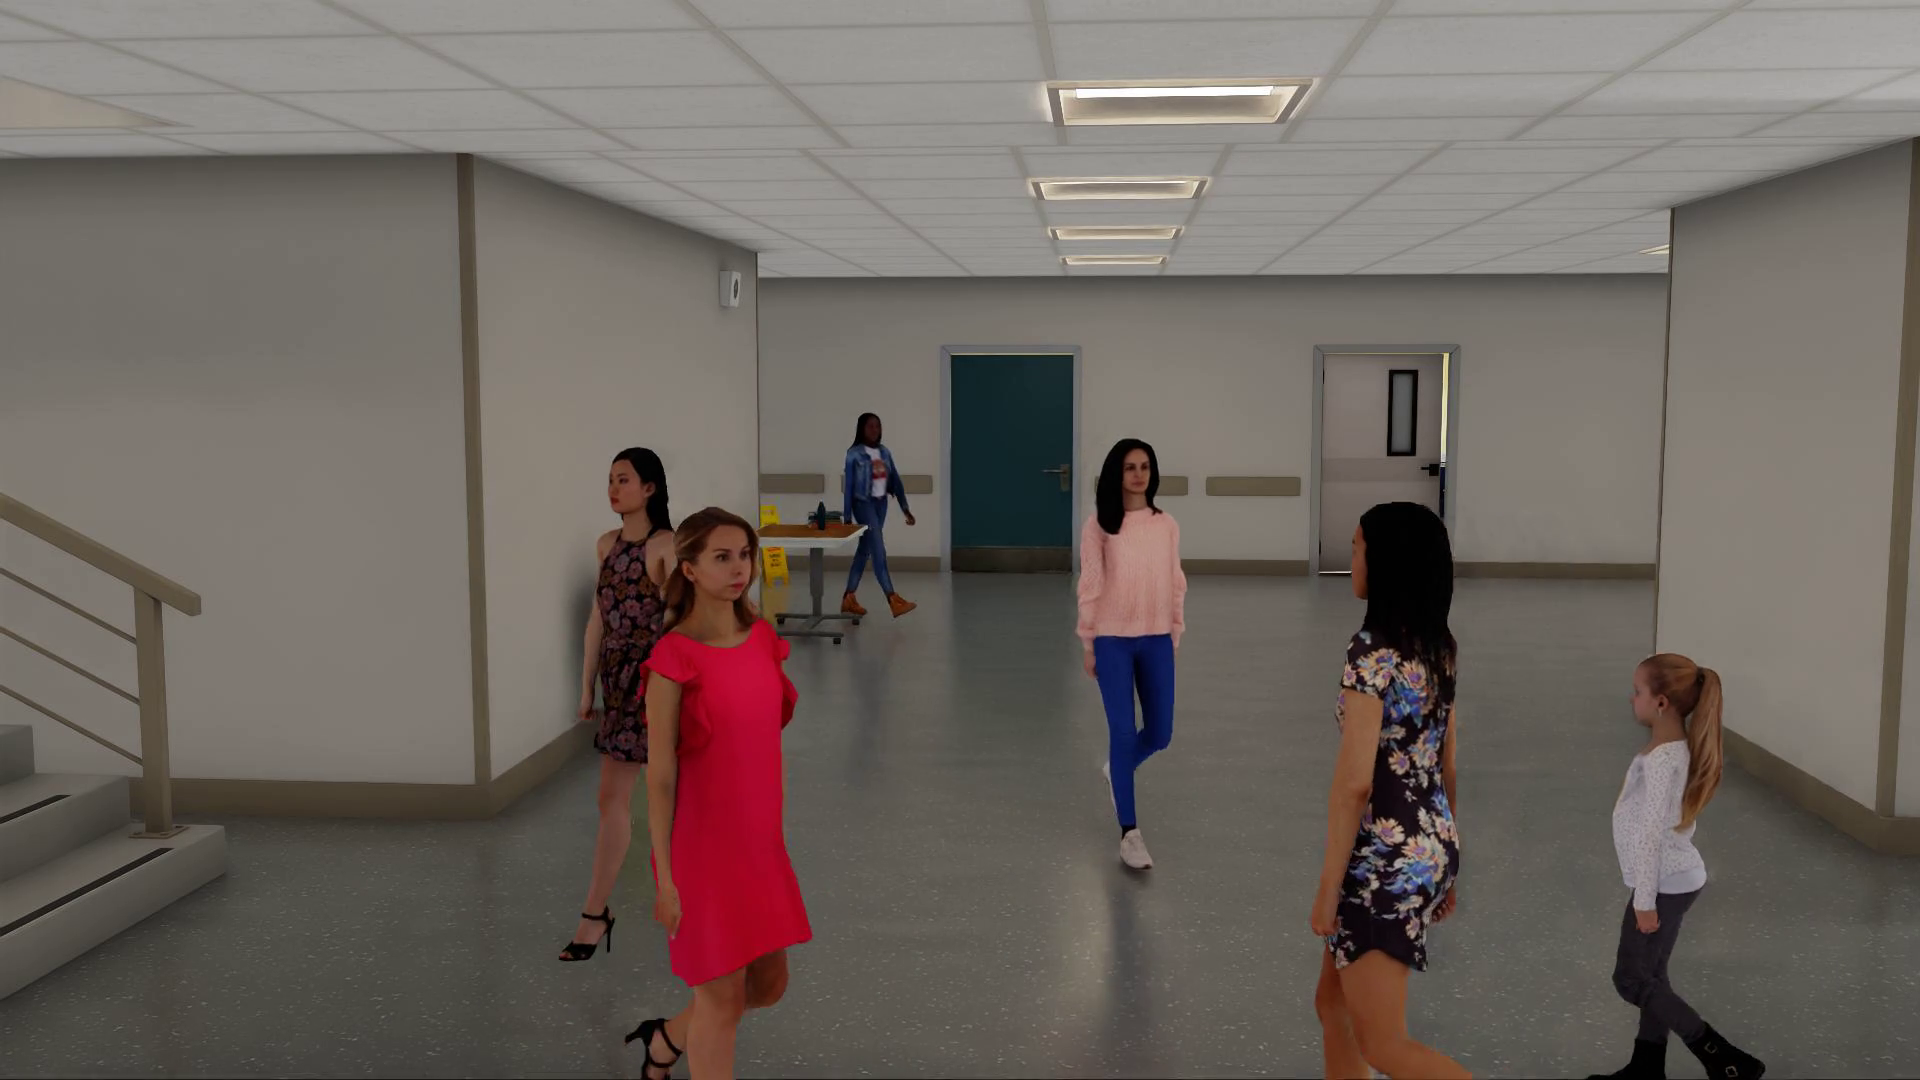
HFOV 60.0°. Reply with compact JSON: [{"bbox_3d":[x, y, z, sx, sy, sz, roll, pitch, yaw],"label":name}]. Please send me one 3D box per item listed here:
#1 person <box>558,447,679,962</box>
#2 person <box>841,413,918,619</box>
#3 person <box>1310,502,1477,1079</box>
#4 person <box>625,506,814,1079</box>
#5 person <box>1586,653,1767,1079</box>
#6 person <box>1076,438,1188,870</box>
[{"bbox_3d":[-1.063,0.572,5.932,1.184,1.729,1.090,4,7,37],"label":"person"},{"bbox_3d":[-0.813,-0.177,13.677,1.219,1.669,1.061,5,7,40],"label":"person"},{"bbox_3d":[1.065,0.795,3.820,1.113,1.709,0.916,4,7,34],"label":"person"},{"bbox_3d":[-0.635,0.768,4.082,0.954,1.710,0.856,5,8,41],"label":"person"},{"bbox_3d":[1.962,0.946,4.502,0.786,1.271,0.679,4,7,36],"label":"person"},{"bbox_3d":[0.689,0.457,6.954,0.926,1.753,0.875,-1,6,-13],"label":"person"}]
